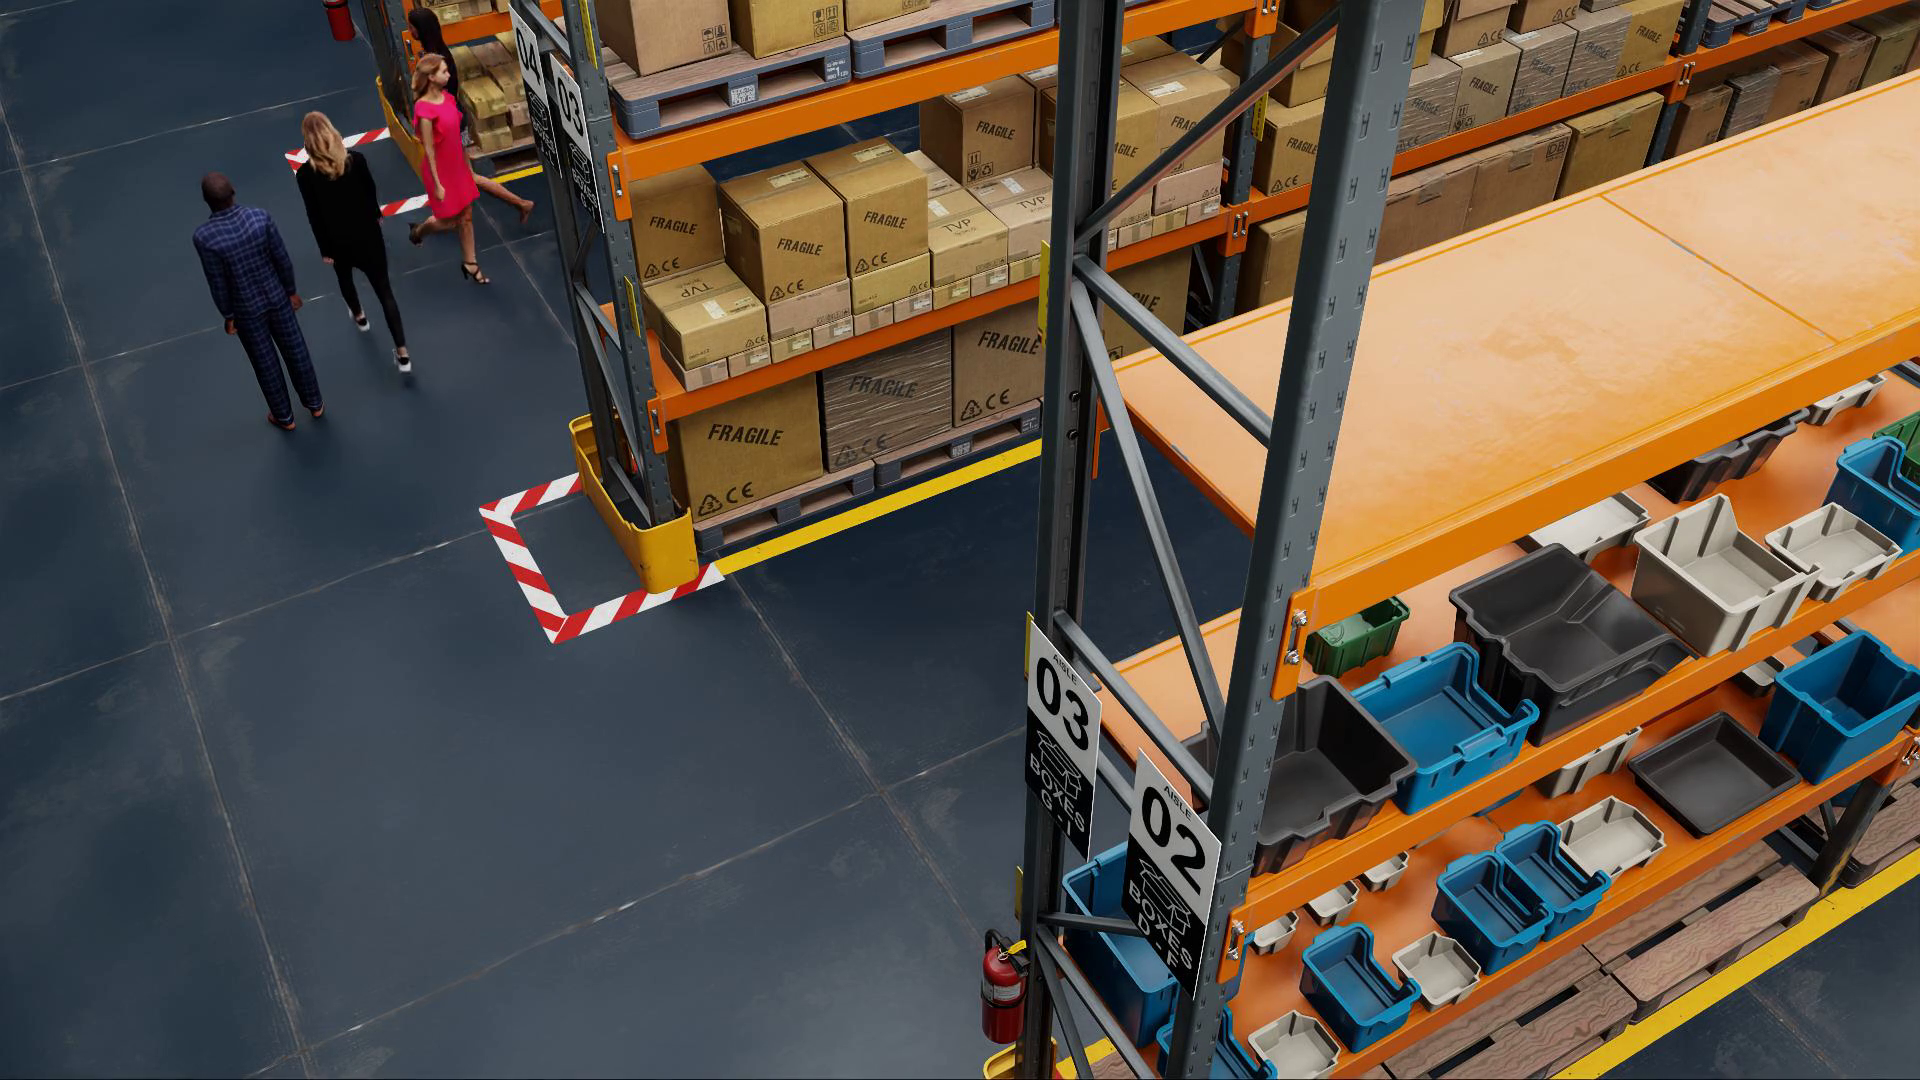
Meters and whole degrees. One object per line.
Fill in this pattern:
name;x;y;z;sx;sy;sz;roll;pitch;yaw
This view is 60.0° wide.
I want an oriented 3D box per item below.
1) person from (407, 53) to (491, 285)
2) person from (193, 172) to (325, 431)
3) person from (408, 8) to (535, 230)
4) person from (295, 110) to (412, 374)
person;-3.673;-2.571;11.620;0.965;1.698;0.927;14;45;15
person;-4.378;-1.486;10.366;0.573;1.824;0.755;-27;49;-26
person;-3.594;-2.977;12.031;1.176;1.732;0.913;-3;43;-3
person;-3.932;-1.886;10.850;1.130;1.748;0.691;-20;47;-20
